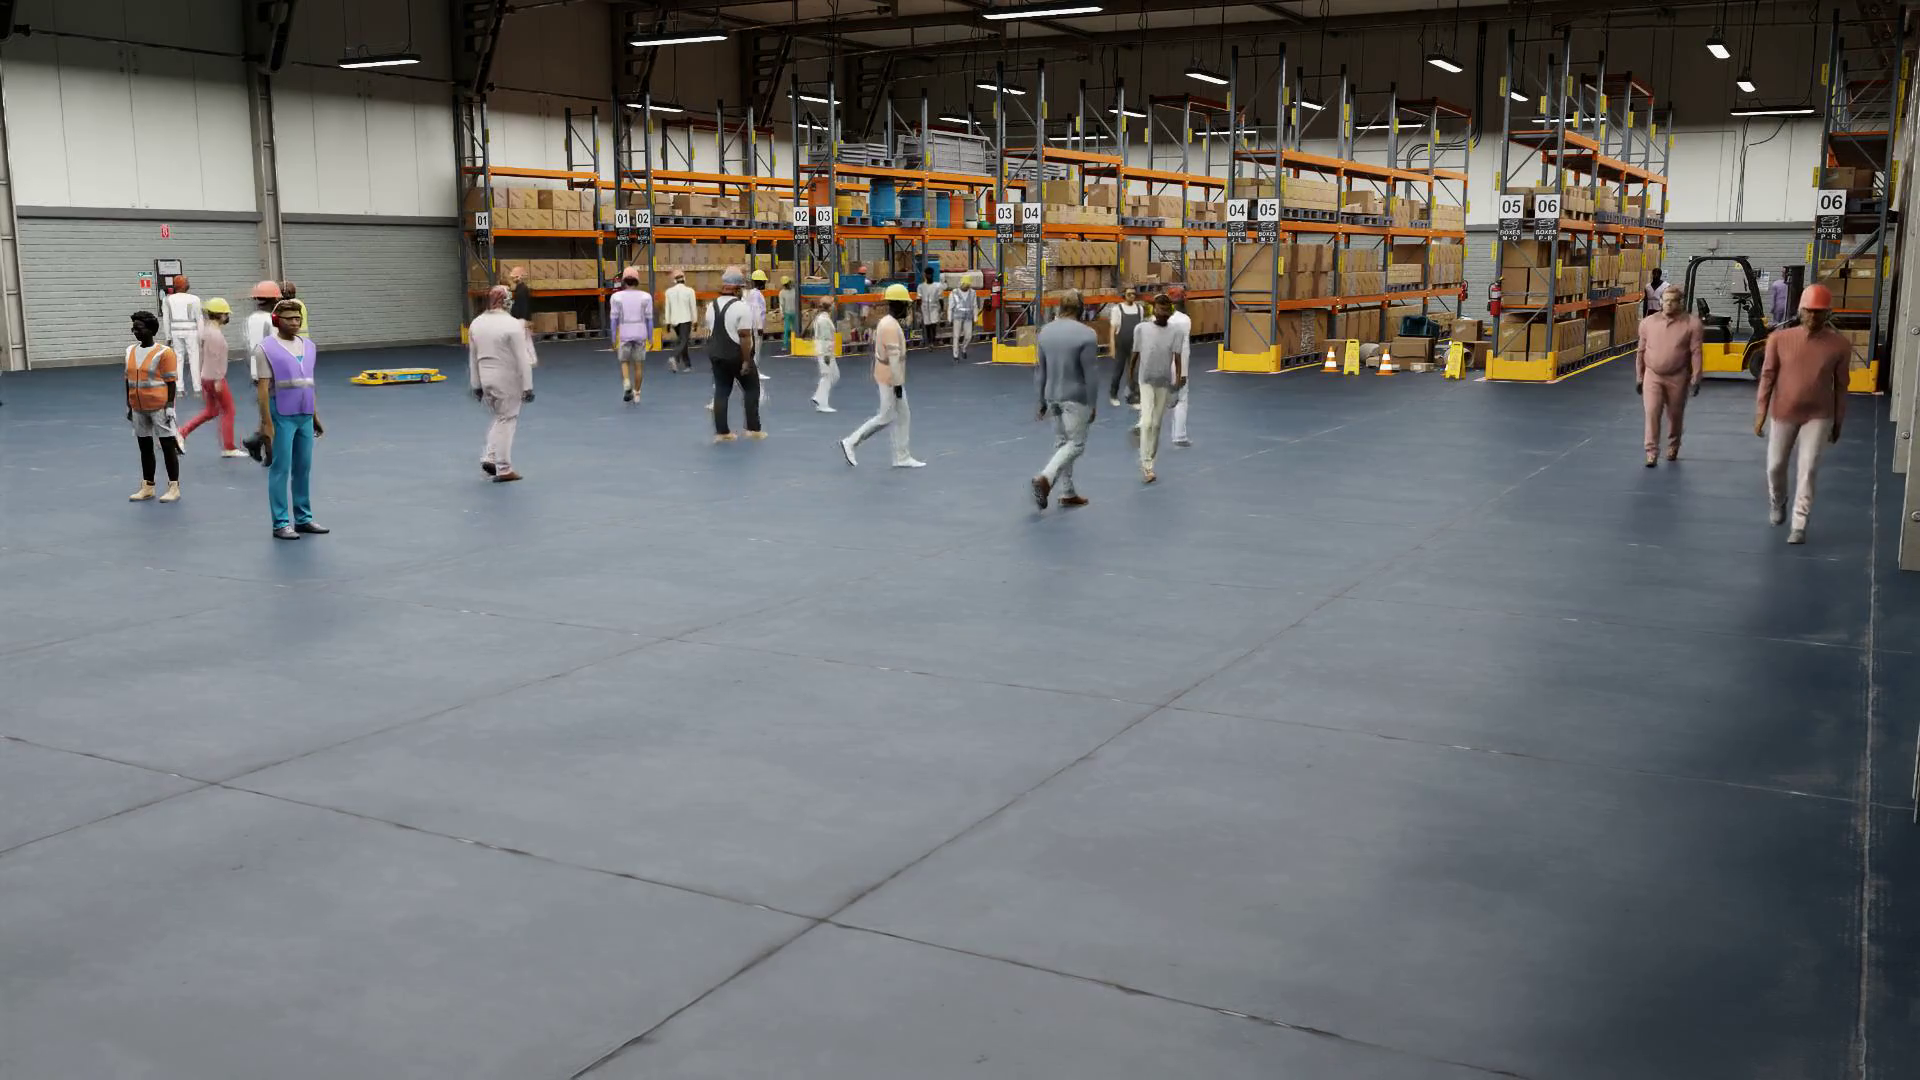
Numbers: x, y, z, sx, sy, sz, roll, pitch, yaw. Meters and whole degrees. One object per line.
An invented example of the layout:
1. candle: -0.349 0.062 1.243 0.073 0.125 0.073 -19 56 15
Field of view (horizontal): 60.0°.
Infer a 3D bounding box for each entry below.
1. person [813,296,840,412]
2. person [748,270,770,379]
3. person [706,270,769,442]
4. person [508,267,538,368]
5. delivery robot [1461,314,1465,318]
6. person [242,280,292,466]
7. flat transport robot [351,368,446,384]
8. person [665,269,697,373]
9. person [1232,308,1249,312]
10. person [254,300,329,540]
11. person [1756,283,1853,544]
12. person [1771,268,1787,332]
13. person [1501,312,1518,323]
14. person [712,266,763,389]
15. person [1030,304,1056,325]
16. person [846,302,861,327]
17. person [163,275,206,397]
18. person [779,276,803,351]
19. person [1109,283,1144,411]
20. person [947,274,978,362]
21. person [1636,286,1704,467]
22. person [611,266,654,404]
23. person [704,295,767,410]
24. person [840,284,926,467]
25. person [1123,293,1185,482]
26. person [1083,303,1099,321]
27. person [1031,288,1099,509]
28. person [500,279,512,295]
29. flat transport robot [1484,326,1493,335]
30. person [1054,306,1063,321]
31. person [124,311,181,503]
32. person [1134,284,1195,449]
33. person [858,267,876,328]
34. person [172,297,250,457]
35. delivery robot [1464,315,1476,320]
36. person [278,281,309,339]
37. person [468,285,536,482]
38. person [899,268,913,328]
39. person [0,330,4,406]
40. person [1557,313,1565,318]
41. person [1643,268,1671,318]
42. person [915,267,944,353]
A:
1. person: -1.847 -2.582 23.161 0.374 1.623 0.545 0 10 -1
2. person: -3.570 -3.811 29.482 0.370 1.929 0.585 -2 10 -13
3. person: -2.609 -2.179 19.598 0.687 2.000 0.745 6 12 33
4. person: -8.607 -4.275 32.125 0.921 1.959 0.620 -4 11 -24
5. delivery robot: 13.946 -6.015 46.127 0.477 0.478 0.707 -2 10 -11
6. person: -7.158 -1.698 17.114 0.557 1.923 0.599 6 11 31
7. flat transport robot: -9.623 -2.819 28.519 0.652 0.197 1.431 8 13 41
8. person: -5.246 -4.093 31.098 0.620 1.950 0.919 3 10 18
9. person: 6.457 -5.324 38.574 0.775 1.847 0.547 -9 13 -43
10. person: -5.191 -0.935 12.891 0.384 1.842 0.578 4 10 21
11. person: 6.468 -0.979 12.777 0.631 1.975 0.753 5 11 26
12. person: 20.117 -5.680 40.566 0.650 1.882 0.747 4 11 24
13. person: 15.363 -6.521 46.282 0.751 1.612 0.521 4 11 23
14. person: -3.646 -3.465 27.198 0.824 2.022 0.619 -5 11 -28
15. person: 1.881 -5.207 37.661 0.626 1.934 0.363 0 10 2
16. person: -2.614 -5.629 41.120 0.502 1.587 0.855 6 11 31
17. person: -11.987 -3.148 25.729 0.584 1.882 0.337 -1 10 -4
18. person: -3.844 -5.169 38.084 0.639 1.730 0.302 -7 12 -34
19. person: 2.355 -2.756 23.680 0.523 1.809 0.938 -3 10 -17
20. person: 0.049 -4.533 34.080 0.678 1.799 0.454 -3 10 -17
21. person: 7.417 -1.721 17.412 0.653 1.871 0.931 5 11 28
22. person: -4.804 -2.999 24.436 0.617 2.027 0.466 -2 10 -11
23. person: -3.184 -2.762 23.724 0.929 1.810 0.625 -8 13 -39
24. person: -0.791 -1.671 17.046 0.803 1.901 0.585 1 10 3
25. person: 1.883 -1.455 16.014 0.568 1.816 0.887 -1 10 -6
26. person: 3.106 -5.521 40.004 0.526 1.756 0.513 3 10 18
27. person: 0.867 -1.183 14.169 0.636 1.919 0.783 9 13 43
28. person: -10.873 -5.428 39.845 0.309 1.640 0.506 -8 12 -38
29. flat transport robot: 14.753 -5.754 45.704 0.652 0.197 1.431 3 10 16
30. person: 2.478 -5.512 40.470 0.508 1.582 0.873 9 13 42
31. person: -7.166 -1.177 14.737 0.533 1.697 0.318 2 10 14
32. person: 2.309 -1.924 18.622 0.766 1.865 0.577 -9 13 -41
33. person: -2.485 -6.136 43.212 0.554 1.881 0.996 4 10 21
34. person: -8.126 -1.736 17.911 0.711 1.744 0.523 -5 11 -29
35. delivery robot: 13.857 -5.916 45.546 0.707 0.478 0.477 -2 10 -10
36. person: -9.136 -2.608 22.733 0.430 1.838 0.629 0 10 -2
37. person: -4.413 -1.507 16.100 0.640 1.893 0.448 6 12 33
38. person: -1.527 -6.541 45.700 0.513 1.853 0.510 4 11 24
39. person: -14.092 -2.841 23.910 0.673 1.886 0.524 -1 10 -3
40. person: 15.680 -6.224 43.805 0.570 1.882 0.837 -8 12 -38
41. person: 15.450 -5.070 36.908 0.377 1.912 0.586 -8 13 -40
42. person: -0.707 -5.183 37.556 0.639 1.909 1.006 3 10 14
